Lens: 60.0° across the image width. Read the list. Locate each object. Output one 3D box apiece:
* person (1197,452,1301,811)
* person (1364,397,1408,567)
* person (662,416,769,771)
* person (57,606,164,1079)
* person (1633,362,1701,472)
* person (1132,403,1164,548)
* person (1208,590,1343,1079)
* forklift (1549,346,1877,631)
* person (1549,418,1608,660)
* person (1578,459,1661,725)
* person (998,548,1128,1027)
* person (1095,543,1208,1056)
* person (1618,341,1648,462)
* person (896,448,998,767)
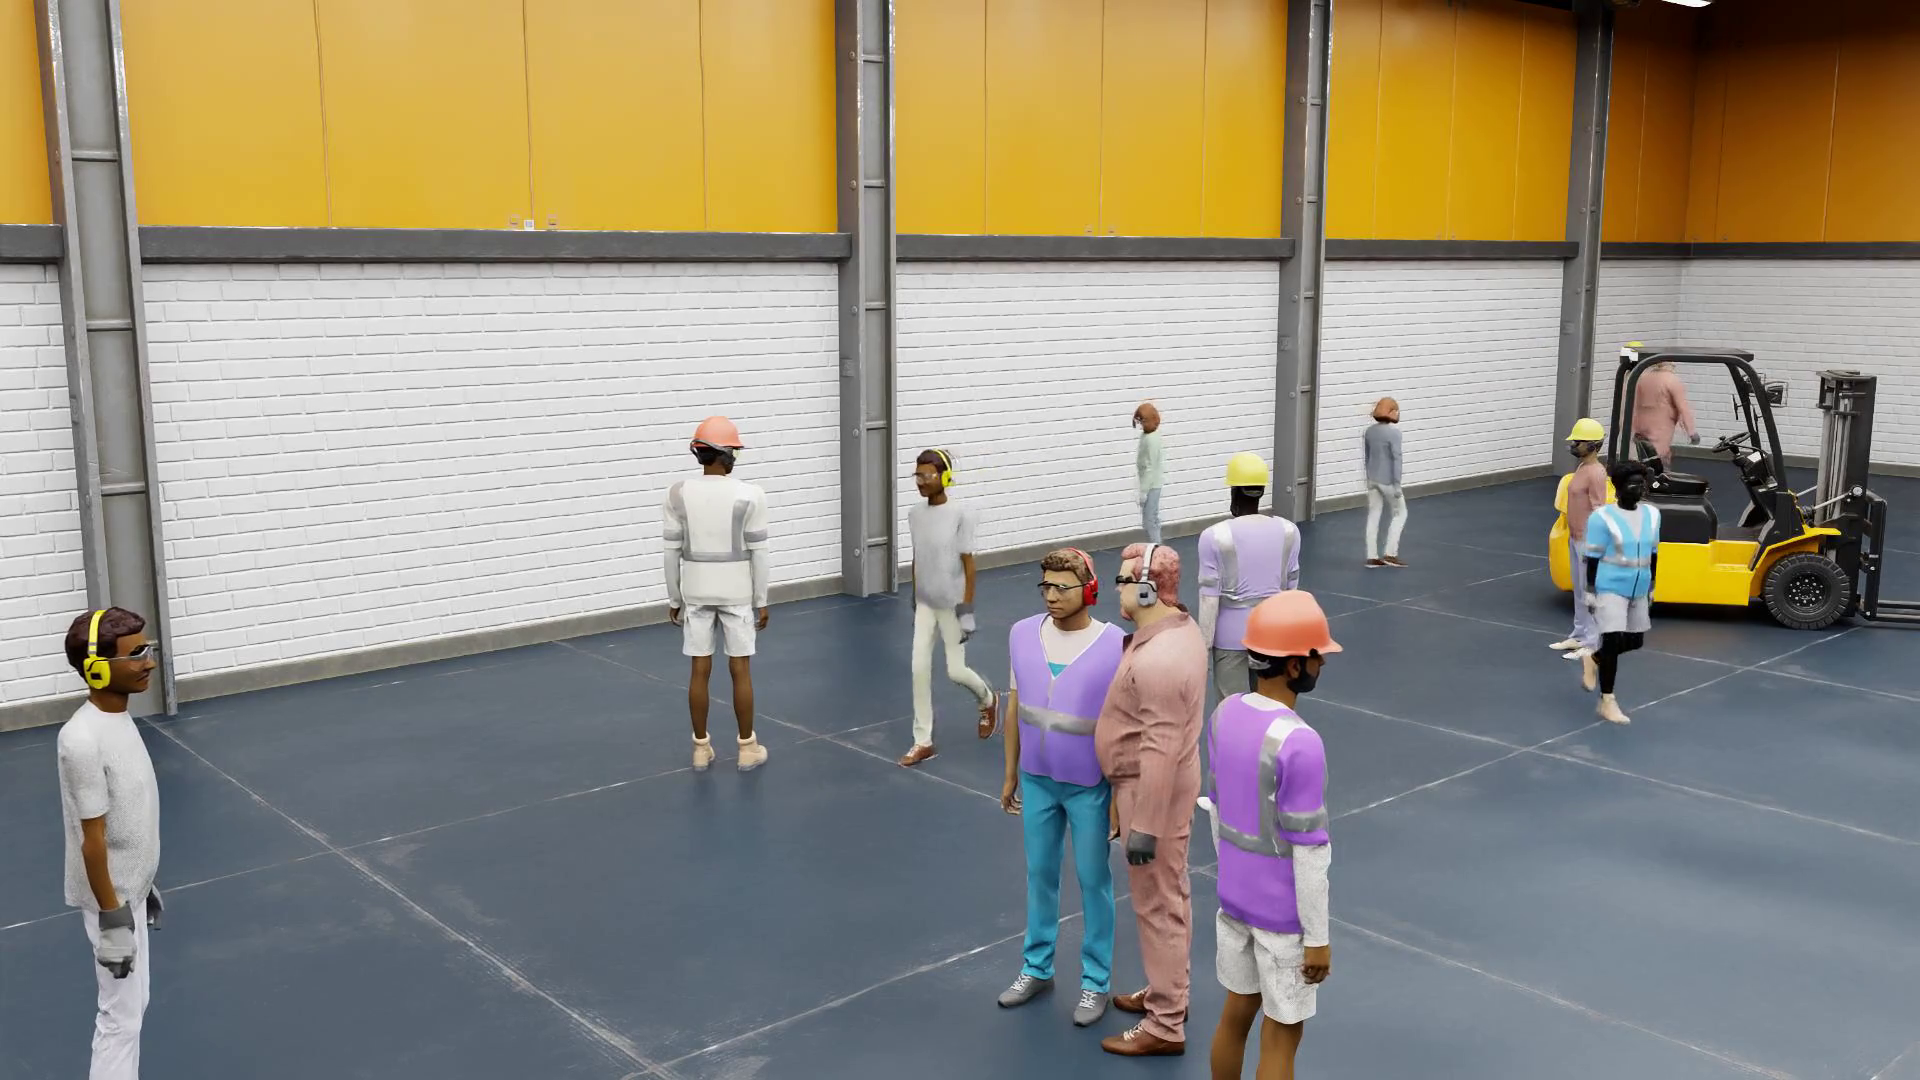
[{"bbox_3d":[1.491,0.502,8.733,0.587,1.928,0.363,-4,10,-22],"label":"person"},{"bbox_3d":[4.051,-0.544,15.713,0.461,1.618,0.533,-5,11,-28],"label":"person"},{"bbox_3d":[-1.384,0.311,9.522,0.609,2.040,0.395,1,10,5],"label":"person"},{"bbox_3d":[-2.616,1.134,5.228,0.327,1.862,0.519,-3,10,-18],"label":"person"},{"bbox_3d":[8.201,-1.255,19.175,0.880,1.865,0.734,-2,10,-12],"label":"person"},{"bbox_3d":[1.734,-0.475,15.373,0.293,1.612,0.610,1,10,4],"label":"person"},{"bbox_3d":[0.980,1.109,5.152,0.361,1.938,0.545,-4,11,-23],"label":"person"},{"bbox_3d":[6.109,-0.478,13.691,2.313,2.155,1.214,3,10,16],"label":"forklift"},{"bbox_3d":[4.558,-0.007,12.184,0.314,1.768,0.527,1,10,5],"label":"person"},{"bbox_3d":[4.183,0.301,10.663,0.537,1.680,0.621,-3,10,-16],"label":"person"},{"bbox_3d":[0.425,0.934,6.440,0.566,1.846,0.389,6,11,31],"label":"person"},{"bbox_3d":[0.698,0.951,6.165,0.403,1.906,0.652,2,10,13],"label":"person"},{"bbox_3d":[8.053,-1.420,19.979,0.363,1.930,0.588,-1,10,-4],"label":"person"},{"bbox_3d":[-0.061,0.368,9.740,0.519,1.852,0.749,7,12,35],"label":"person"}]
